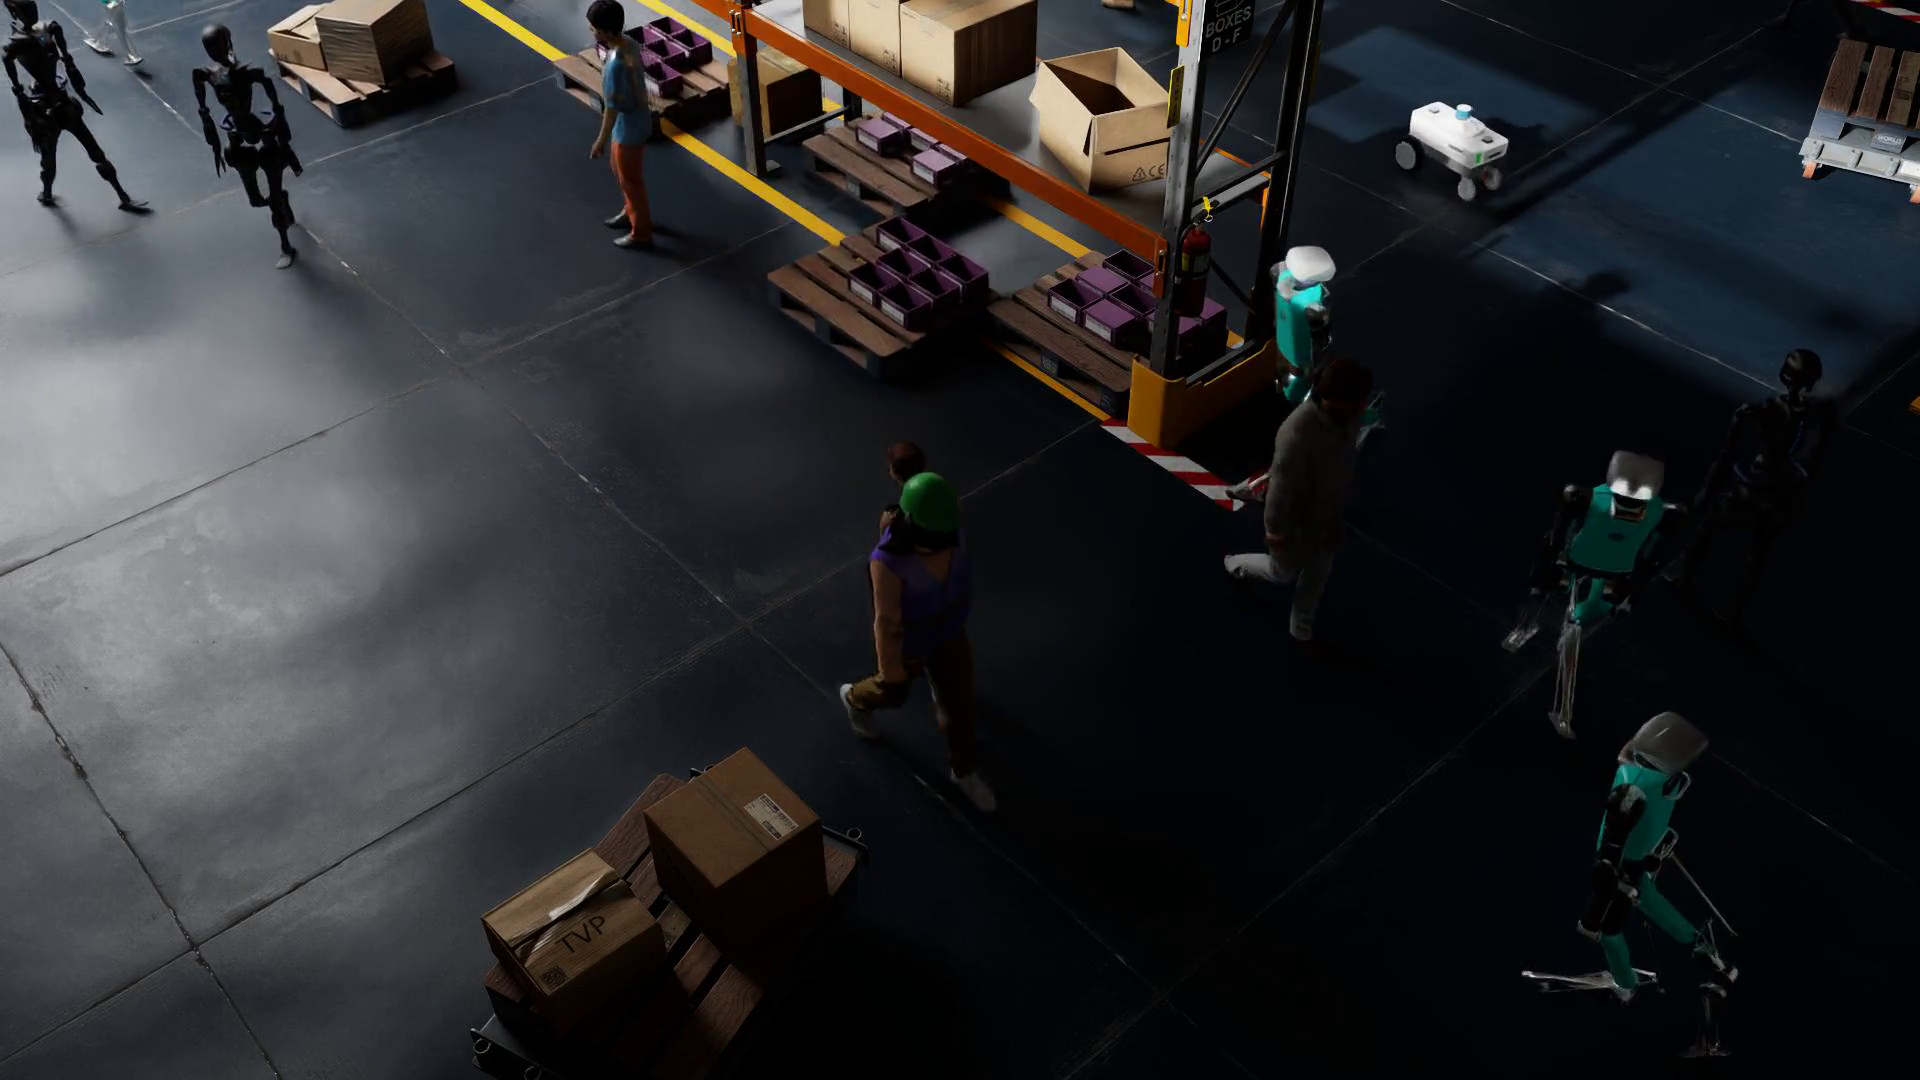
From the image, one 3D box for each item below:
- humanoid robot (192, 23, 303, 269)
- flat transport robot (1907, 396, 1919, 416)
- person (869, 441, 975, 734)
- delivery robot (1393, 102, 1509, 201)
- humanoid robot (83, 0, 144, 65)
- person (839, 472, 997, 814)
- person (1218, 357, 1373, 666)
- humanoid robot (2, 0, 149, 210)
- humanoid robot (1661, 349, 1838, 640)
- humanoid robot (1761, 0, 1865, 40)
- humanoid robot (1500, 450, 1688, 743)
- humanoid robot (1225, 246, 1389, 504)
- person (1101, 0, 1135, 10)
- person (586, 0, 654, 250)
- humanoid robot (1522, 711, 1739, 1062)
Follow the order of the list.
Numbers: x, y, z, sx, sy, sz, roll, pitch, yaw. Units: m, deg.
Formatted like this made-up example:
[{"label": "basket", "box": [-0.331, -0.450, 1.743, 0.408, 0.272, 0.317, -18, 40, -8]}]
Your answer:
[{"label": "humanoid robot", "box": [-4.628, -2.648, 10.954, 0.585, 1.636, 0.647, -1, 43, -1]}, {"label": "flat transport robot", "box": [6.467, -0.989, 10.171, 1.431, 0.231, 0.659, -31, 51, -29]}, {"label": "person", "box": [-0.189, 0.192, 7.888, 0.436, 1.603, 0.870, -28, 49, -27]}, {"label": "delivery robot", "box": [3.565, -2.852, 11.981, 0.499, 0.589, 0.784, -24, 48, -24]}, {"label": "humanoid robot", "box": [-6.716, -4.451, 12.891, 1.031, 1.767, 0.543, 26, 48, 25]}, {"label": "person", "box": [-0.215, 0.382, 7.479, 0.554, 1.888, 0.919, -29, 50, -28]}, {"label": "person", "box": [1.651, -0.207, 8.193, 0.555, 1.804, 0.703, -26, 48, -25]}, {"label": "humanoid robot", "box": [-6.166, -2.958, 11.312, 0.824, 1.618, 0.603, 13, 44, 14]}, {"label": "humanoid robot", "box": [3.994, -0.254, 8.332, 0.584, 1.641, 0.549, -4, 43, -4]}, {"label": "humanoid robot", "box": [7.096, -4.801, 13.325, 0.773, 1.649, 0.589, 9, 43, 10]}, {"label": "humanoid robot", "box": [2.985, 0.090, 7.945, 0.535, 1.732, 0.999, 10, 44, 11]}, {"label": "humanoid robot", "box": [1.975, -0.843, 8.918, 1.010, 1.721, 0.530, -12, 44, -13]}, {"label": "person", "box": [1.398, -5.296, 13.694, 0.348, 1.842, 0.504, 16, 45, 16]}, {"label": "person", "box": [-2.255, -2.716, 10.953, 0.447, 1.754, 0.518, -5, 43, -5]}, {"label": "humanoid robot", "box": [2.804, 1.481, 6.454, 1.049, 1.783, 0.531, 30, 51, 29]}]
